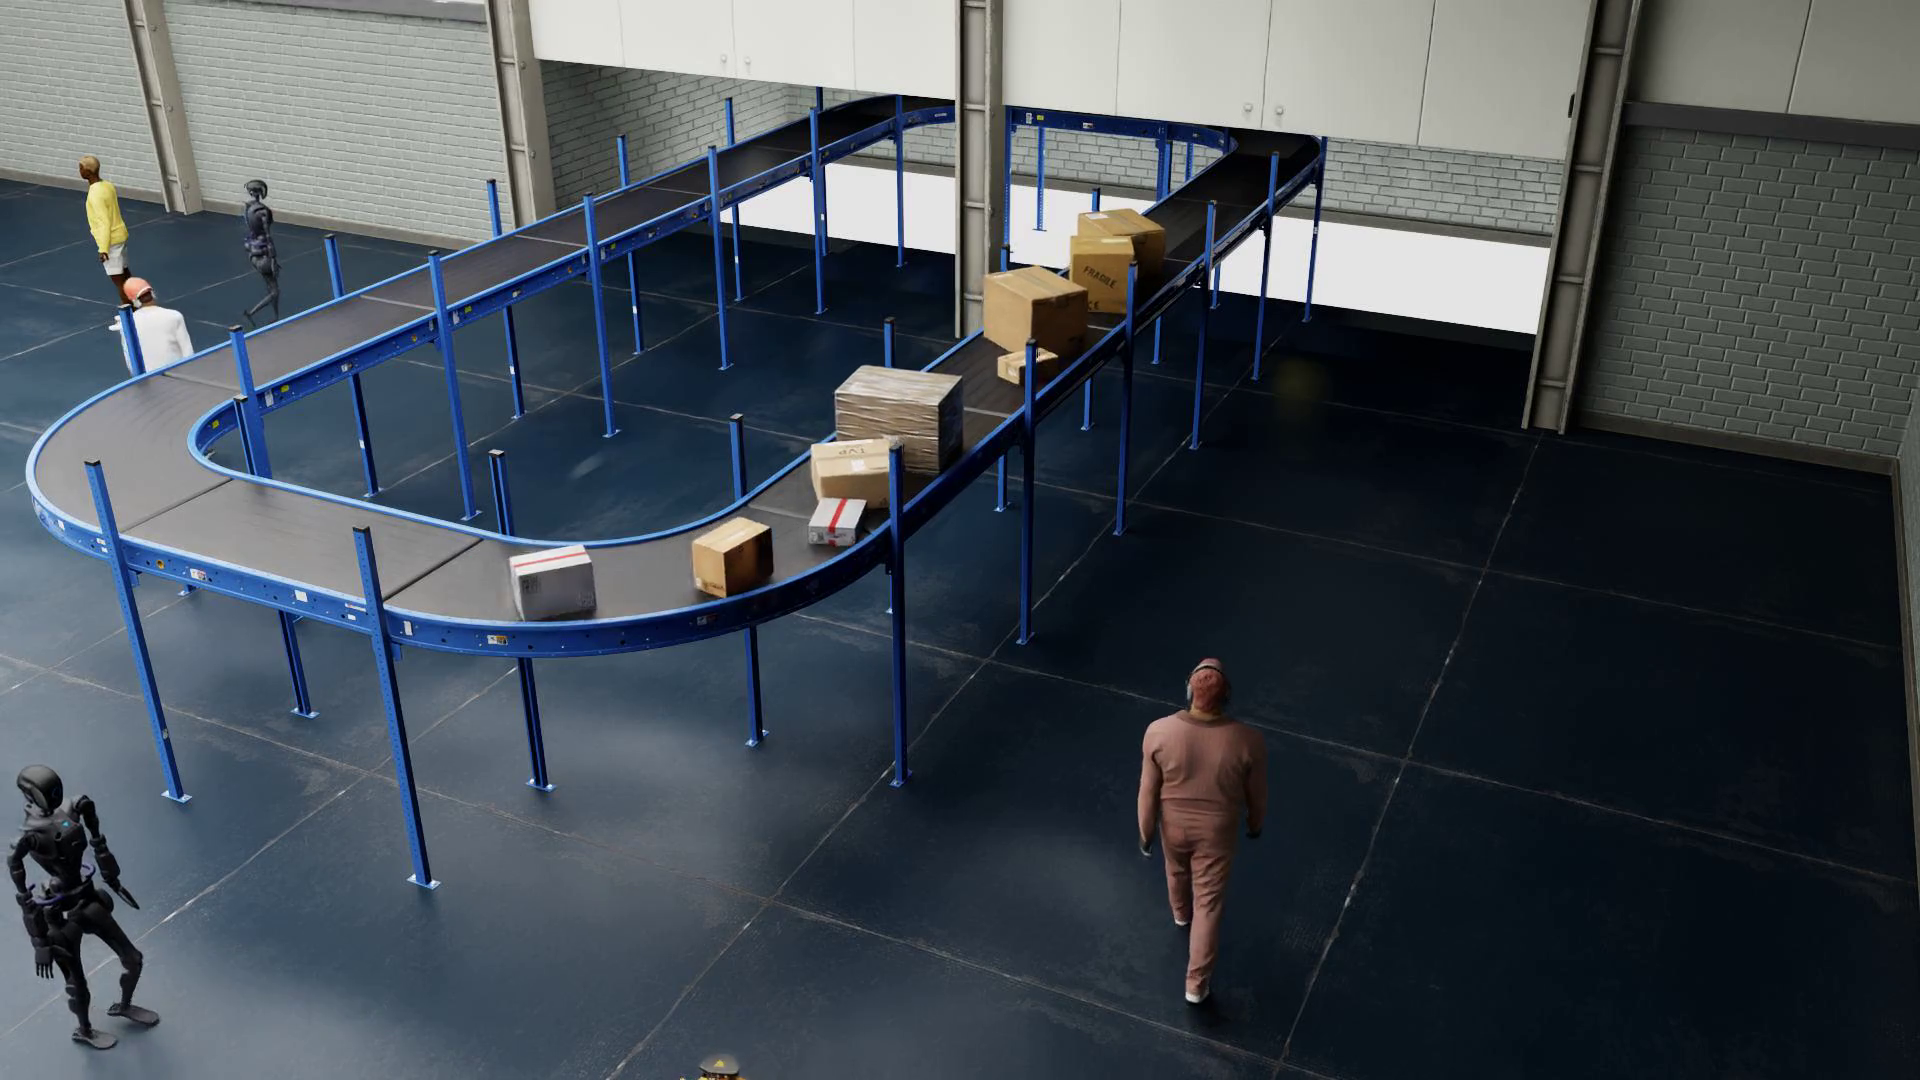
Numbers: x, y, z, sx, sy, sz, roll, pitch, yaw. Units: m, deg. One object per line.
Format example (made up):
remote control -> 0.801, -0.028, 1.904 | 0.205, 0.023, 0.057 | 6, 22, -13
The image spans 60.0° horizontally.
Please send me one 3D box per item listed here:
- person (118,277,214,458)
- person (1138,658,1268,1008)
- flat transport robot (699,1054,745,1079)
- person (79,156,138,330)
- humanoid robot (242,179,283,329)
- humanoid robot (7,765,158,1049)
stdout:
person -> -7.135, -1.507, 14.886 | 0.582, 1.711, 0.484 | -8, 28, -17
person -> 1.264, 1.476, 8.721 | 0.649, 1.855, 1.019 | 6, 27, 13
flat transport robot -> -1.346, 2.940, 7.552 | 0.659, 0.231, 1.431 | 17, 31, 31
person -> -9.297, -3.250, 18.192 | 0.375, 1.900, 0.544 | -5, 27, -11
humanoid robot -> -7.702, -3.119, 18.185 | 0.522, 1.643, 0.609 | -20, 33, -35
humanoid robot -> -4.384, 1.824, 8.217 | 0.367, 1.643, 0.584 | 7, 27, 14
